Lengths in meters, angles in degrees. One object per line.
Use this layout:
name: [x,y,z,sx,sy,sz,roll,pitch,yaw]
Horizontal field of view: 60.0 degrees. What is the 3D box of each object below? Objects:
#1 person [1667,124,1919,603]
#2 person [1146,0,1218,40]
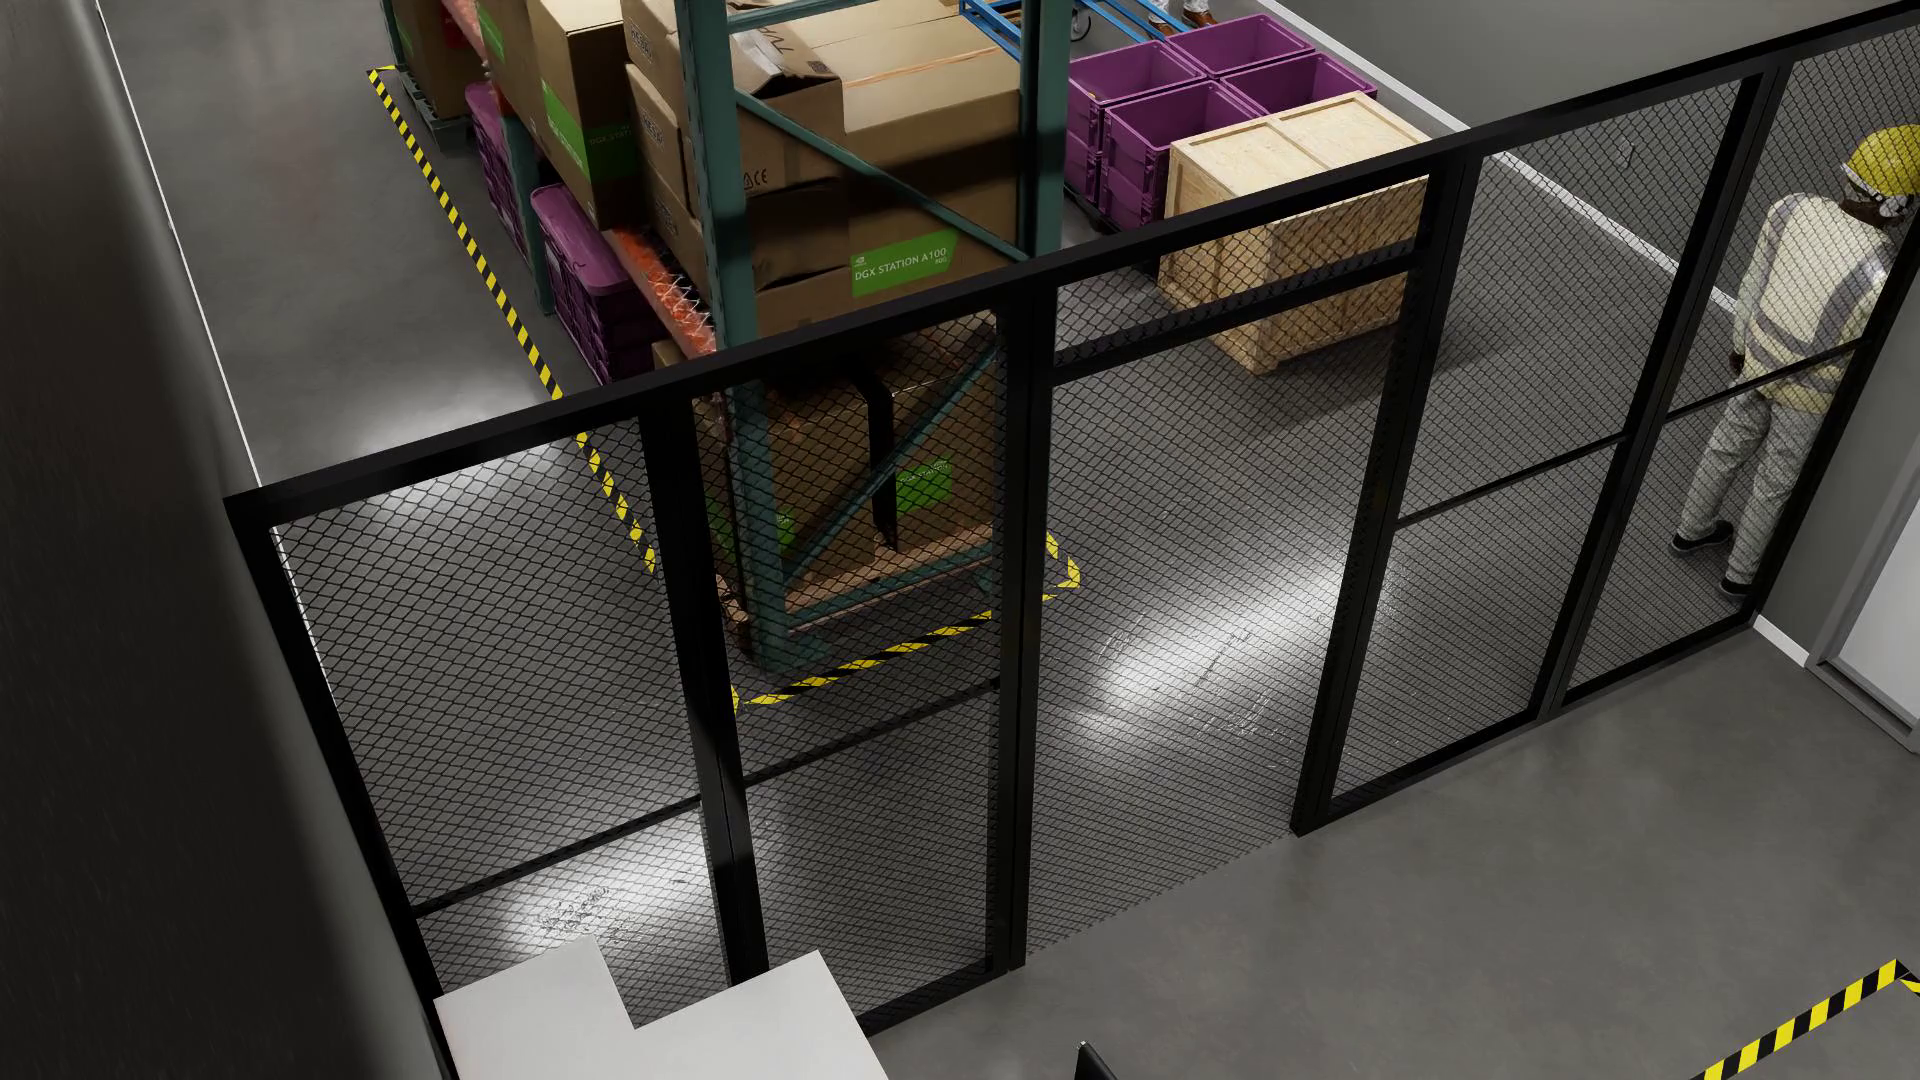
person: [2.864,-0.571,5.647,0.404,1.831,0.600,-15,44,-15]
person: [1.279,-3.622,8.907,0.638,1.938,0.356,-22,47,-22]
